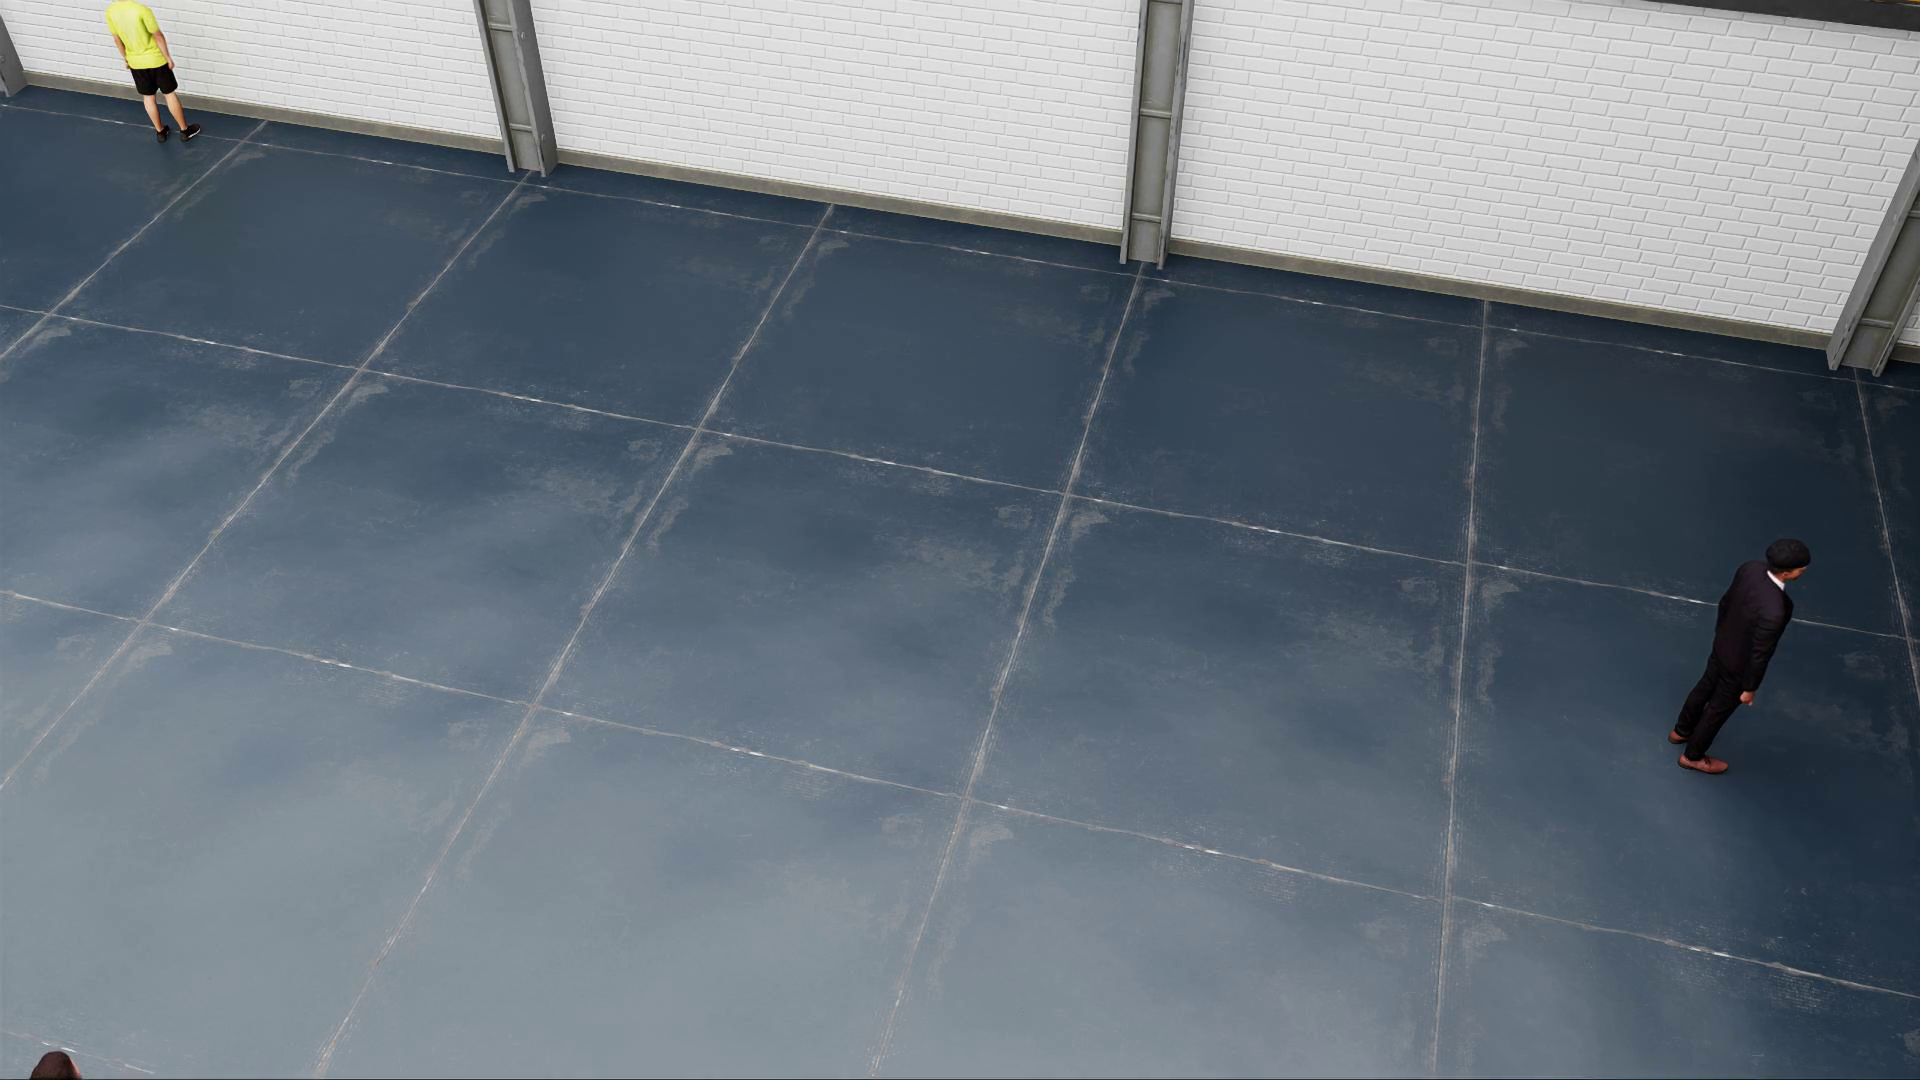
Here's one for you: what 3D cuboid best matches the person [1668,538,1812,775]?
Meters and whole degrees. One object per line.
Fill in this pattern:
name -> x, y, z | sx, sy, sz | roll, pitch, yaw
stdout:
person -> 4.784, 0.693, 10.234 | 0.646, 1.882, 0.755 | 0, 44, 0

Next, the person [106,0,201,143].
person -> -7.802, -4.627, 15.944 | 0.554, 1.708, 0.730 | 1, 44, 1
